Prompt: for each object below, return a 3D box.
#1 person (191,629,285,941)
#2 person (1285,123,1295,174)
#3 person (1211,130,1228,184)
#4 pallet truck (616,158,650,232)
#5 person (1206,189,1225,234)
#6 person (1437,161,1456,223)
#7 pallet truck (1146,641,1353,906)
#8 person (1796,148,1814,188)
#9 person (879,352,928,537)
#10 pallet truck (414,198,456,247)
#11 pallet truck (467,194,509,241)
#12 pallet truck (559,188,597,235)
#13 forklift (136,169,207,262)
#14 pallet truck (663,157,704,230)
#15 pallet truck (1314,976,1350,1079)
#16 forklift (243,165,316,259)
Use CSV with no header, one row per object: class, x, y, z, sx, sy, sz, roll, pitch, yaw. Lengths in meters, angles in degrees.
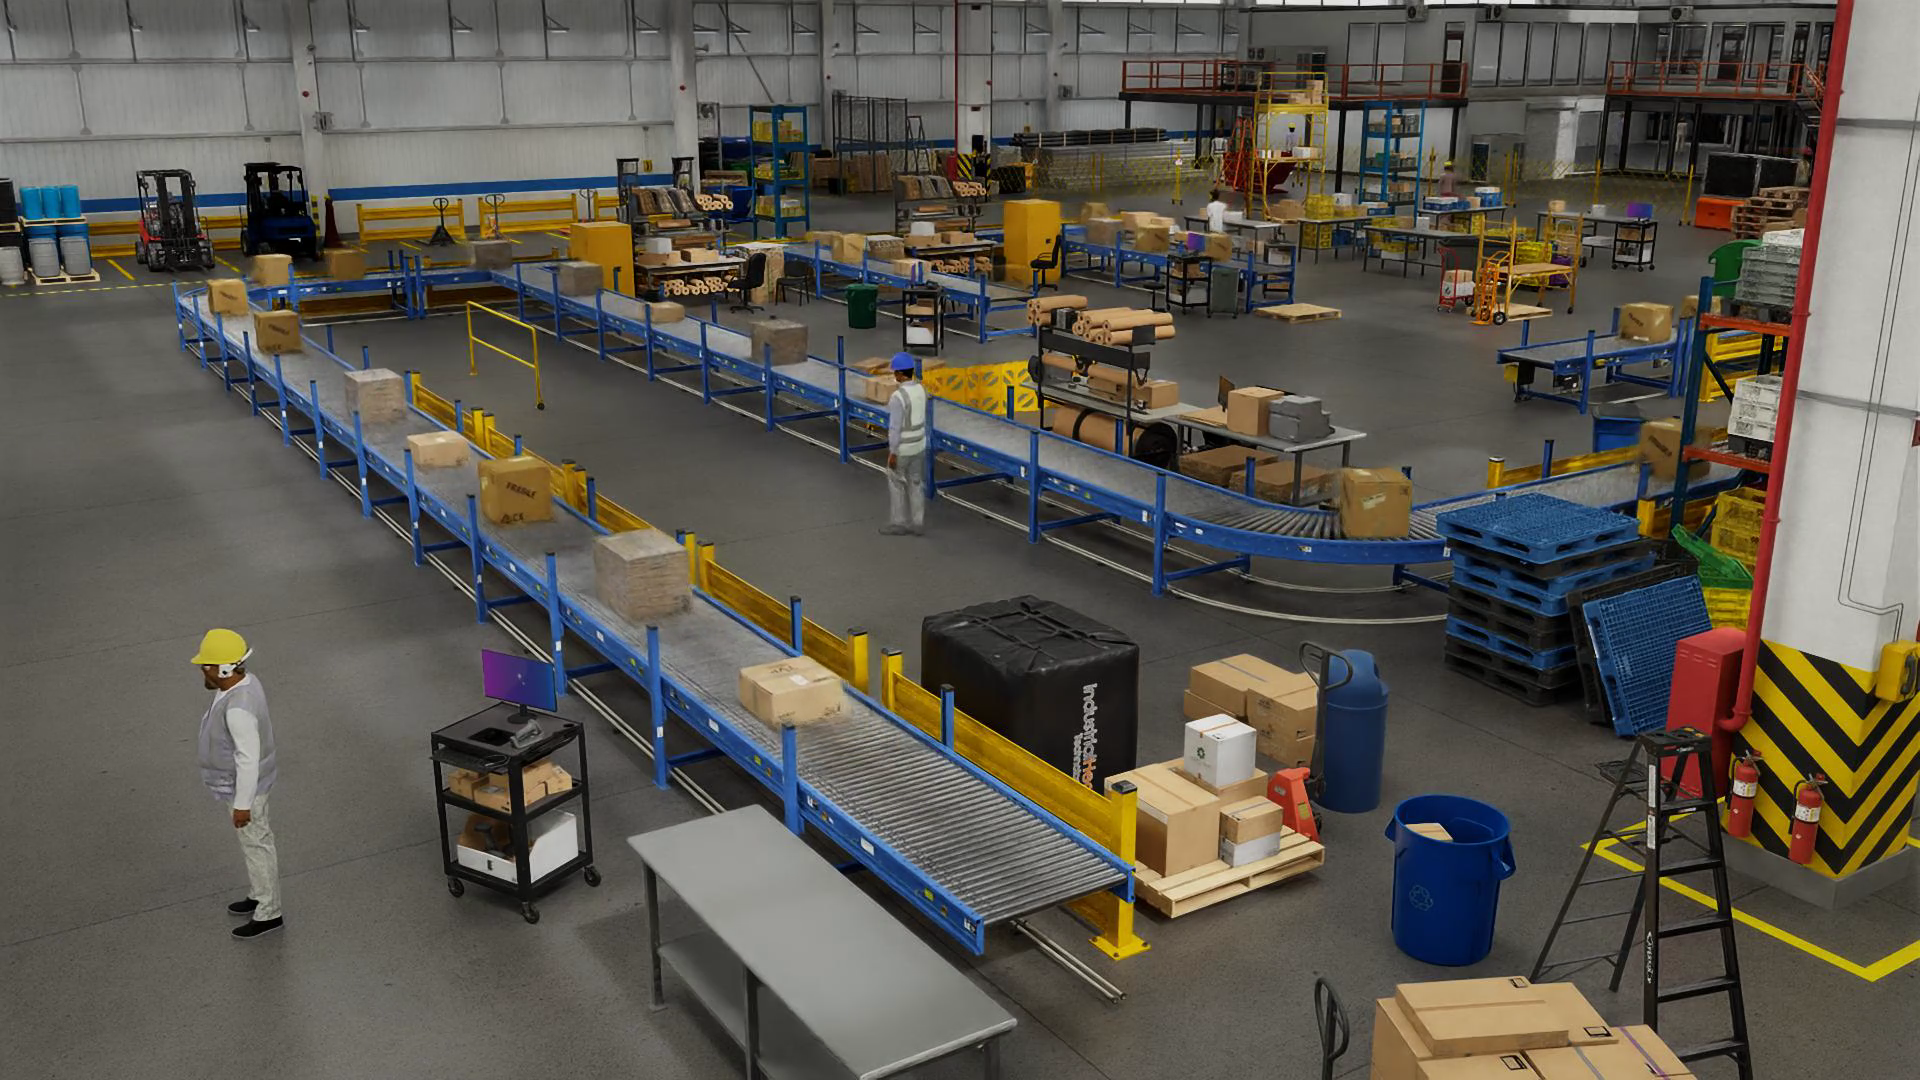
person,-4.086,1.370,9.442,0.404,1.833,0.588,-7,18,-23
person,12.660,-15.016,63.803,0.358,1.930,0.588,5,17,15
person,9.301,-13.735,59.618,0.584,1.882,0.346,6,18,20
pallet truck,-8.918,-9.176,44.255,0.823,1.965,1.885,-9,19,-27
person,5.610,-6.831,36.764,0.515,1.817,0.989,-6,18,-19
person,13.602,-9.695,46.428,0.527,1.740,0.811,-6,18,-20
pallet truck,1.664,1.407,10.232,1.630,1.274,0.653,-10,20,-31
person,25.025,-10.604,49.184,0.554,1.895,0.855,-15,22,-41
person,-0.577,-0.971,17.063,0.454,1.944,0.634,10,19,30
pallet truck,-13.250,-8.060,41.856,0.680,1.201,1.601,-10,20,-31
pallet truck,-11.983,-8.177,42.137,0.704,1.261,1.522,-11,20,-33
pallet truck,-10.010,-8.652,43.699,0.653,1.274,1.630,-10,20,-31
forklift,-17.842,-7.318,37.559,1.157,1.987,2.680,-10,20,-31
pallet truck,-7.586,-9.308,44.692,0.823,1.965,1.885,-11,20,-33
pallet truck,2.299,2.390,7.086,1.601,1.201,0.680,-2,17,-7
forklift,-15.898,-7.669,38.708,1.157,1.987,2.680,-11,20,-33
